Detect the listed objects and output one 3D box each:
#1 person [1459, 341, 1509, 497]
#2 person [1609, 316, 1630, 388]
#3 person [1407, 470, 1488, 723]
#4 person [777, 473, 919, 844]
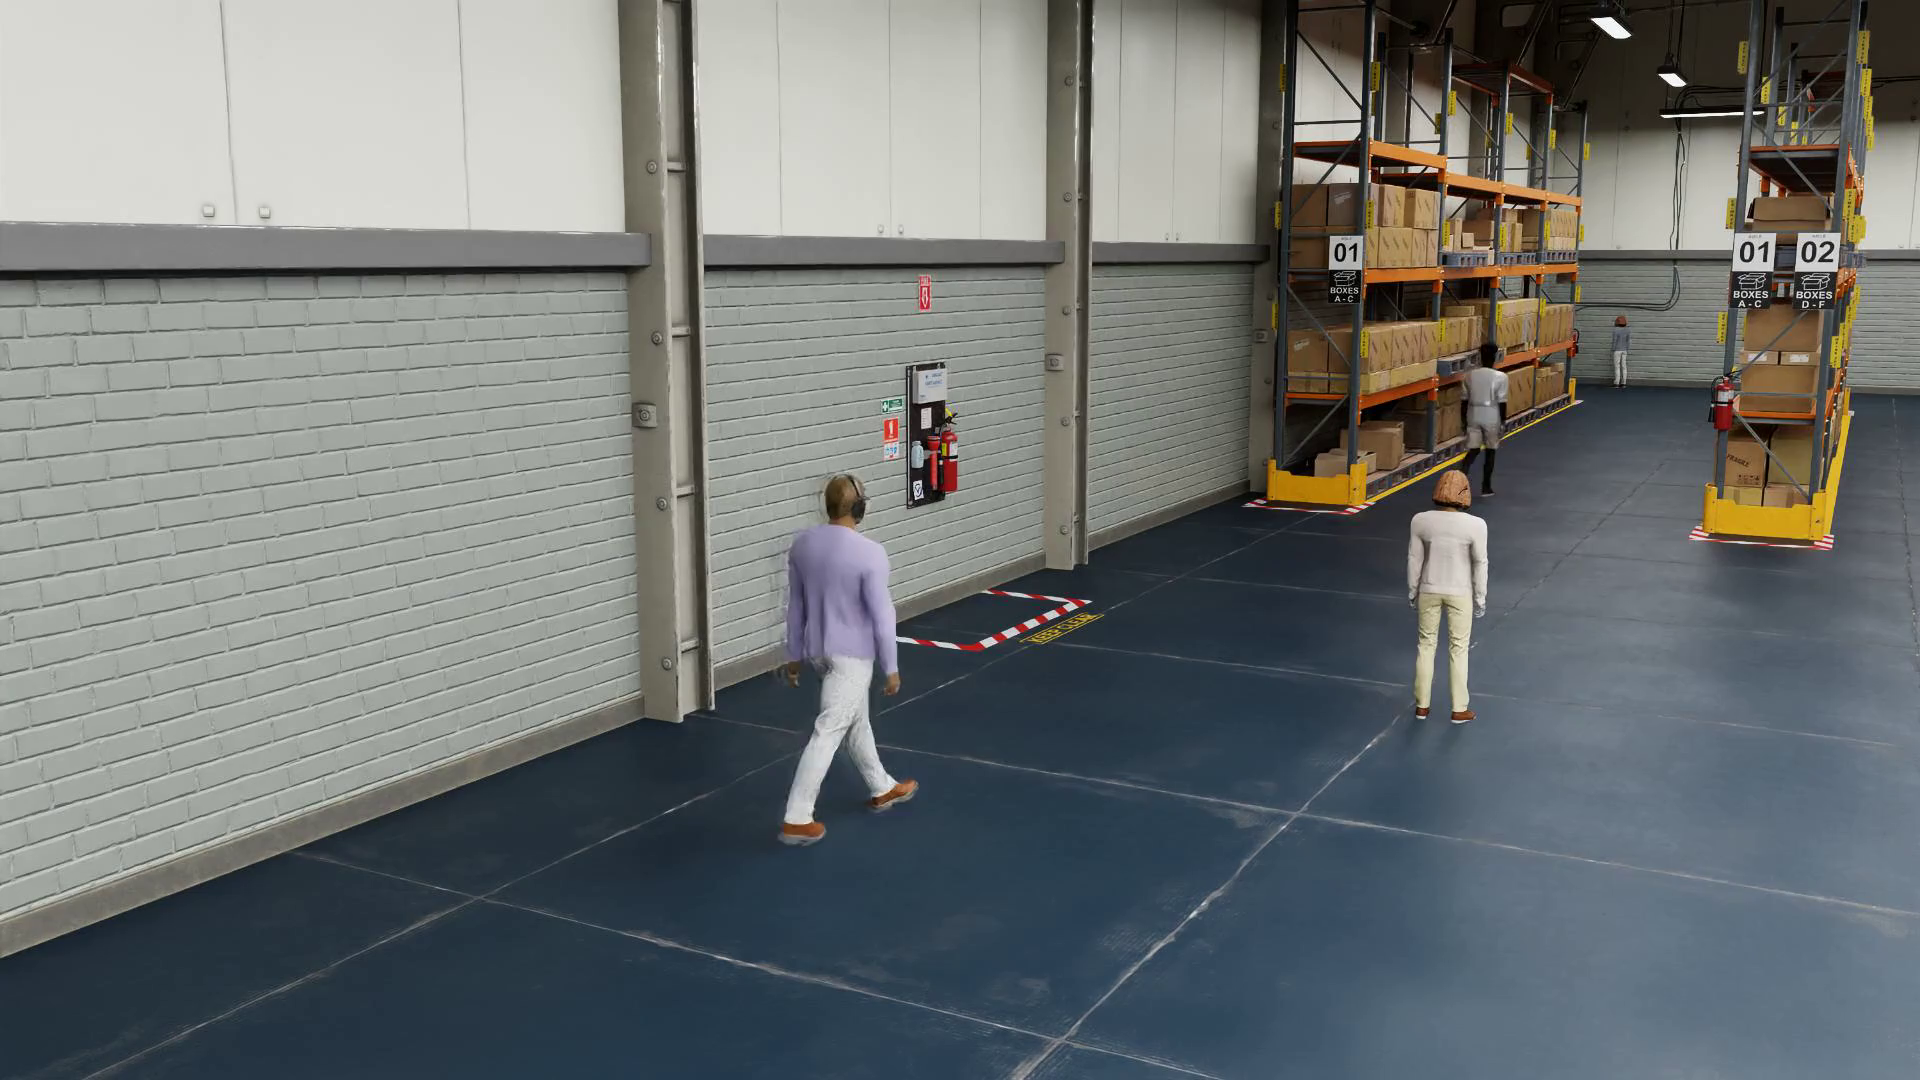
[{"bbox_3d":[6.472,-1.482,20.607,0.603,1.949,0.593,8,13,40],"label":"person"},{"bbox_3d":[15.044,-4.288,37.935,0.507,1.632,0.267,-4,11,-24],"label":"person"},{"bbox_3d":[3.133,0.362,10.710,0.508,1.632,0.265,6,11,30],"label":"person"},{"bbox_3d":[-0.597,0.593,8.624,0.644,1.887,1.045,9,13,42],"label":"person"}]
